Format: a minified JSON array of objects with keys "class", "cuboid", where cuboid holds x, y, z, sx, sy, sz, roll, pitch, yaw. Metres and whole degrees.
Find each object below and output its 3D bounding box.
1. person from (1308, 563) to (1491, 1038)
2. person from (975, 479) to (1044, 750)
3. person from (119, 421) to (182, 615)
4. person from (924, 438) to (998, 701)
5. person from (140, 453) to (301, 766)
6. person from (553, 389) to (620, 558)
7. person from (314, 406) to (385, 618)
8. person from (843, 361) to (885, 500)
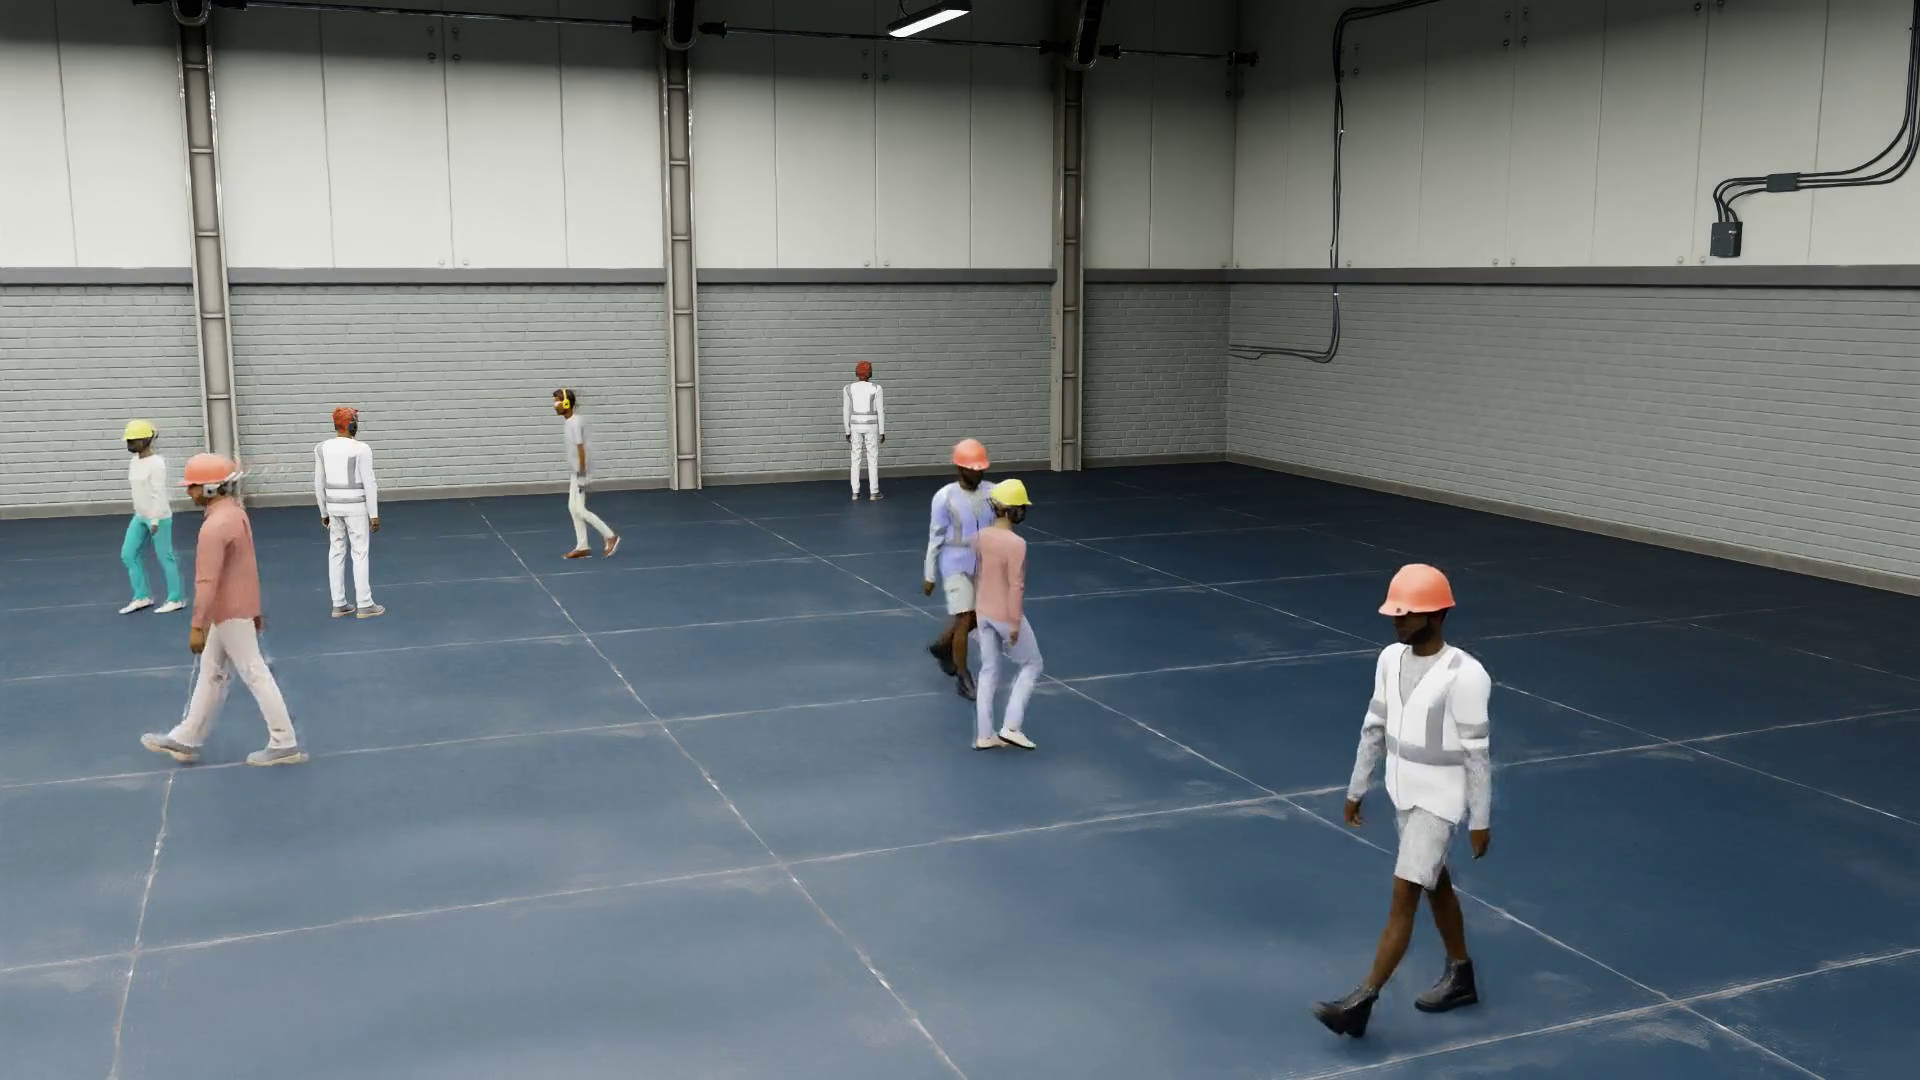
[{"class":"person","cuboid":[1.760,1.036,6.662,0.963,1.887,0.576,-4,10,-24]},{"class":"person","cuboid":[0.292,0.484,10.599,0.453,1.751,0.529,-6,11,-34]},{"class":"person","cuboid":[-7.268,-0.185,14.809,0.528,1.747,0.613,6,11,32]},{"class":"person","cuboid":[-0.023,0.186,12.022,0.558,1.899,0.793,-6,11,-35]},{"class":"person","cuboid":[-4.583,0.448,10.164,1.028,1.945,0.637,-2,9,-11]},{"class":"person","cuboid":[-4.007,-0.703,17.782,0.595,1.837,0.548,-4,10,-24]},{"class":"person","cuboid":[-5.421,-0.245,14.748,0.581,1.882,0.339,3,9,16]},{"class":"person","cuboid":[-1.287,-1.476,22.483,0.574,1.883,0.356,2,9,12]}]
